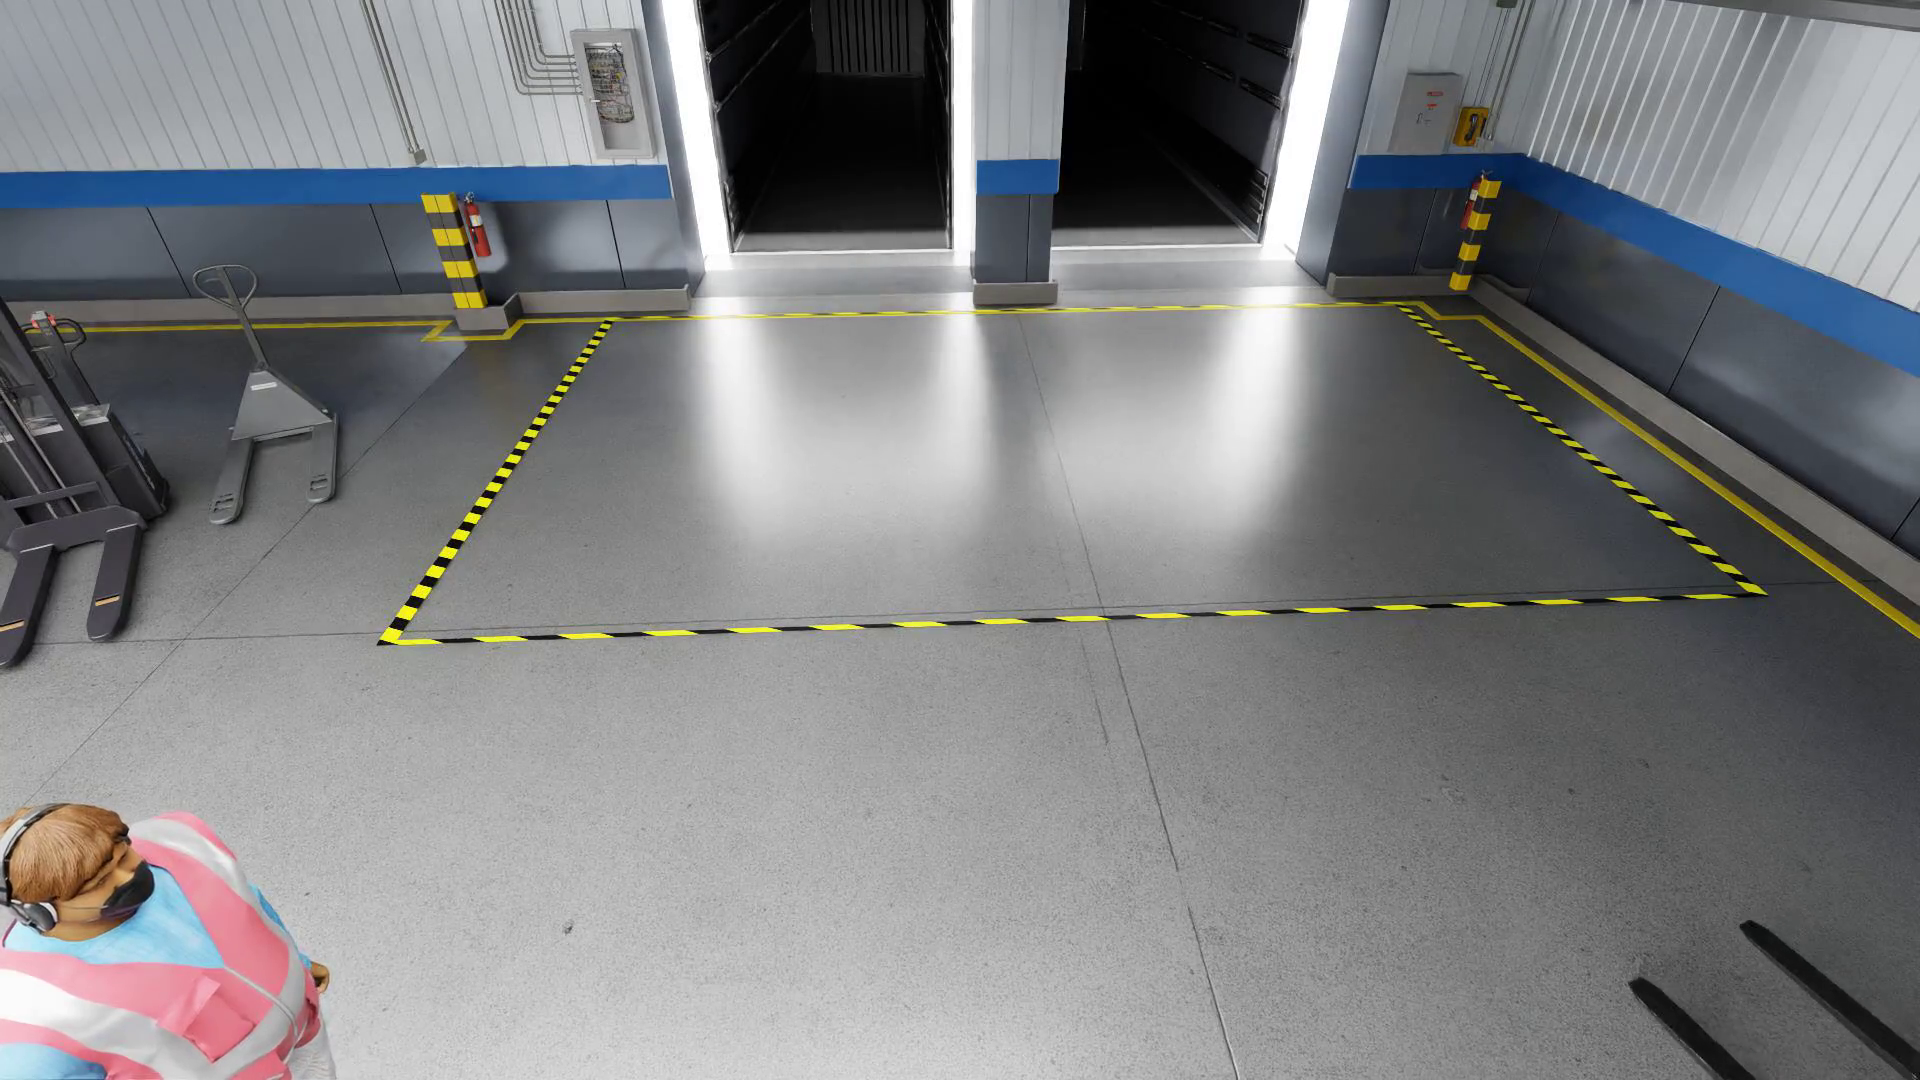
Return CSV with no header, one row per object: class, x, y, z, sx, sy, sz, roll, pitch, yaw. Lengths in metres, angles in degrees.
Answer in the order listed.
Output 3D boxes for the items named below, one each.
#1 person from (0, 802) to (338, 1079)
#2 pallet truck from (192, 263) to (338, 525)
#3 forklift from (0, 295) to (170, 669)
person,-1.794,1.288,2.274,0.430,1.842,0.626,-1,35,-1
pallet truck,-4.778,-1.027,6.128,0.680,1.201,1.601,-17,38,-23
forklift,-5.212,-0.618,4.878,0.823,1.965,1.885,-20,39,-26
